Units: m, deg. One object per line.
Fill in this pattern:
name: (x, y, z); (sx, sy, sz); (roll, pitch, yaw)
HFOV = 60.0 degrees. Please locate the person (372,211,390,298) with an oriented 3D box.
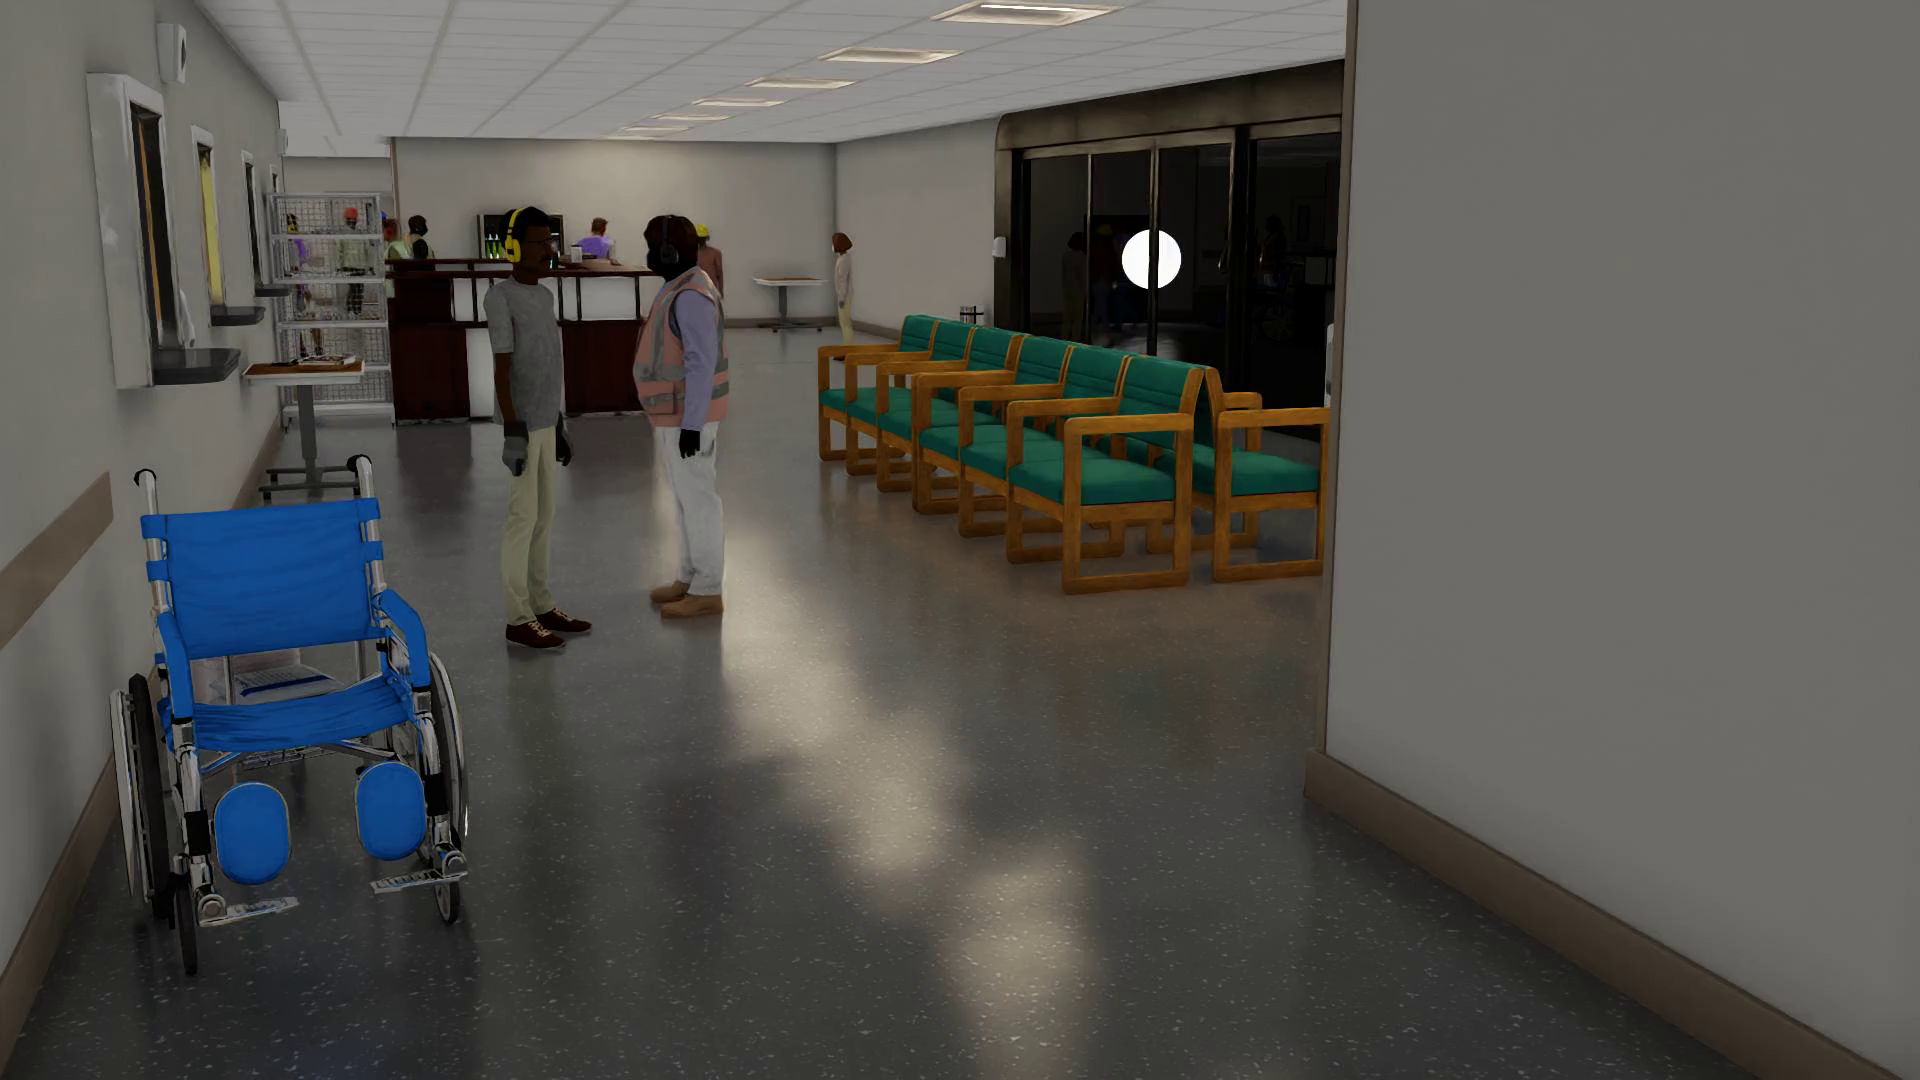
person: (-11.398, -5.542, 32.920); (0.404, 1.945, 0.615); (-2, 11, -10)

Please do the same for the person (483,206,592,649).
person: (-1.820, -0.478, 7.139); (0.328, 1.872, 0.513); (2, 11, 10)

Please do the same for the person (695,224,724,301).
person: (-3.471, -3.389, 22.462); (0.543, 1.717, 0.905); (0, 11, -2)

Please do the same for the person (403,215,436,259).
person: (-7.434, -3.549, 22.965); (0.429, 1.846, 0.625); (-7, 13, -34)

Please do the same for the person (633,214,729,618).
person: (-1.280, -0.563, 7.660); (0.430, 1.839, 0.626); (-3, 11, -15)

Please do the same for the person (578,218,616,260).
person: (-5.211, -3.706, 23.840); (0.585, 1.814, 0.619); (2, 11, 12)

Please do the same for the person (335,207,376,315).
person: (-10.251, -4.646, 28.263); (0.516, 1.977, 0.616); (9, 14, 38)

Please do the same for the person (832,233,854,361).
person: (-1.489, -3.092, 21.195); (0.285, 1.627, 0.504); (0, 11, 0)
